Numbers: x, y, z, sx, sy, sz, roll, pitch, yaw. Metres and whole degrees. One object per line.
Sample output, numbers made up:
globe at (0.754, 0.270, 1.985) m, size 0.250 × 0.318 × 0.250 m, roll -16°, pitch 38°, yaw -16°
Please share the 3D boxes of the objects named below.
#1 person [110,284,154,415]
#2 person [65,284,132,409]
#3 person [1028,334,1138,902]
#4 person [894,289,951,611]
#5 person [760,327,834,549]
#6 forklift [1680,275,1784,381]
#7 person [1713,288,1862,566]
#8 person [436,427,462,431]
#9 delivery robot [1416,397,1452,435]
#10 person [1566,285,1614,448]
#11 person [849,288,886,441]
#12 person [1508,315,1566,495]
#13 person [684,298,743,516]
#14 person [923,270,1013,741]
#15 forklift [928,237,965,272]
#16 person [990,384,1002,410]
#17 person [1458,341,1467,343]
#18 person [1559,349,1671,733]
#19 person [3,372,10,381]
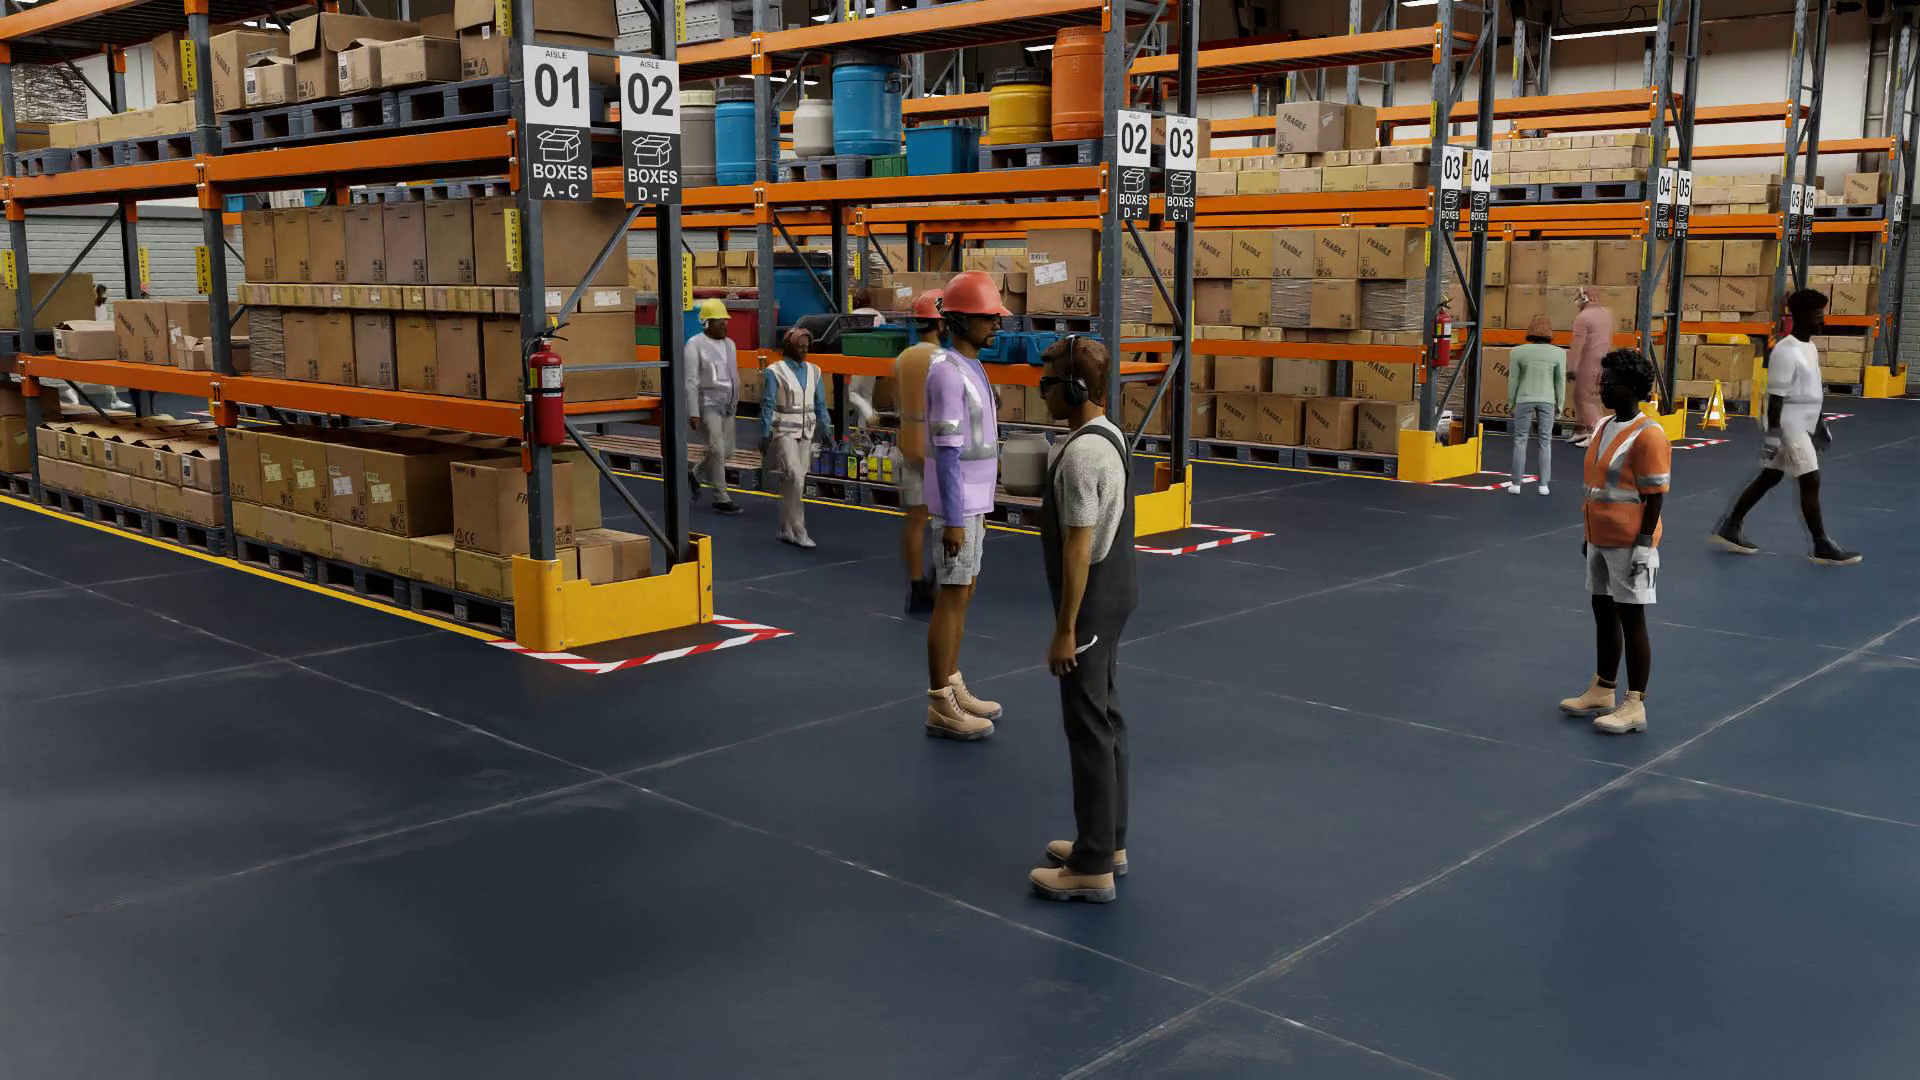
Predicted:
person at (-9.205, -1.959, 18.692) m, size 1.005 × 1.952 × 0.623 m, roll 9°, pitch 13°, yaw 44°
person at (-12.796, -2.860, 24.579) m, size 0.879 × 1.836 × 0.529 m, roll -1°, pitch 9°, yaw -6°
person at (0.415, 0.248, 5.486) m, size 0.328 × 1.840 × 0.504 m, roll 2°, pitch 10°, yaw 14°
person at (-0.126, -0.536, 10.018) m, size 0.496 × 1.924 × 0.569 m, roll -8°, pitch 12°, yaw -41°
person at (-1.158, -0.744, 12.229) m, size 0.674 × 1.614 × 0.536 m, roll 9°, pitch 13°, yaw 43°
forklift at (12.480, -3.427, 27.053) m, size 1.214 × 2.155 × 2.313 m, roll 9°, pitch 13°, yaw 43°
person at (5.877, -0.815, 11.772) m, size 0.996 × 1.923 × 0.626 m, roll 7°, pitch 12°, yaw 36°
person at (-5.579, -1.822, 18.189) m, size 0.404 × 1.830 × 0.602 m, roll 5°, pitch 10°, yaw 26°
delivery robot at (5.418, -1.437, 19.579) m, size 0.477 × 0.478 × 0.707 m, roll -8°, pitch 12°, yaw -40°
person at (7.249, -2.009, 19.258) m, size 0.704 × 1.856 × 0.683 m, roll -8°, pitch 12°, yaw -41°
person at (-1.126, -2.069, 19.717) m, size 0.640 × 1.826 × 0.572 m, roll -8°, pitch 12°, yaw -42°
person at (5.252, -1.229, 15.179) m, size 0.502 × 1.629 × 0.271 m, roll 3°, pitch 10°, yaw 15°
person at (-2.117, -1.135, 14.040) m, size 0.673 × 1.814 × 0.598 m, roll 6°, pitch 11°, yaw 33°
person at (0.040, -0.162, 7.366) m, size 0.392 × 2.041 × 0.615 m, roll 2°, pitch 9°, yaw 10°
forklift at (-0.326, -5.817, 39.609) m, size 1.129 × 2.768 × 1.873 m, roll 9°, pitch 13°, yaw 43°
person at (0.188, -1.367, 16.081) m, size 0.541 × 1.595 × 0.822 m, roll -7°, pitch 11°, yaw -35°
person at (8.496, -3.515, 28.255) m, size 0.643 × 1.933 × 0.450 m, roll -9°, pitch 13°, yaw -43°
person at (2.941, -0.001, 7.438) m, size 0.315 × 1.695 × 0.541 m, roll -1°, pitch 9°, yaw -7°
person at (-13.295, -2.618, 22.879) m, size 0.613 × 1.928 × 0.397 m, roll 3°, pitch 10°, yaw 18°
